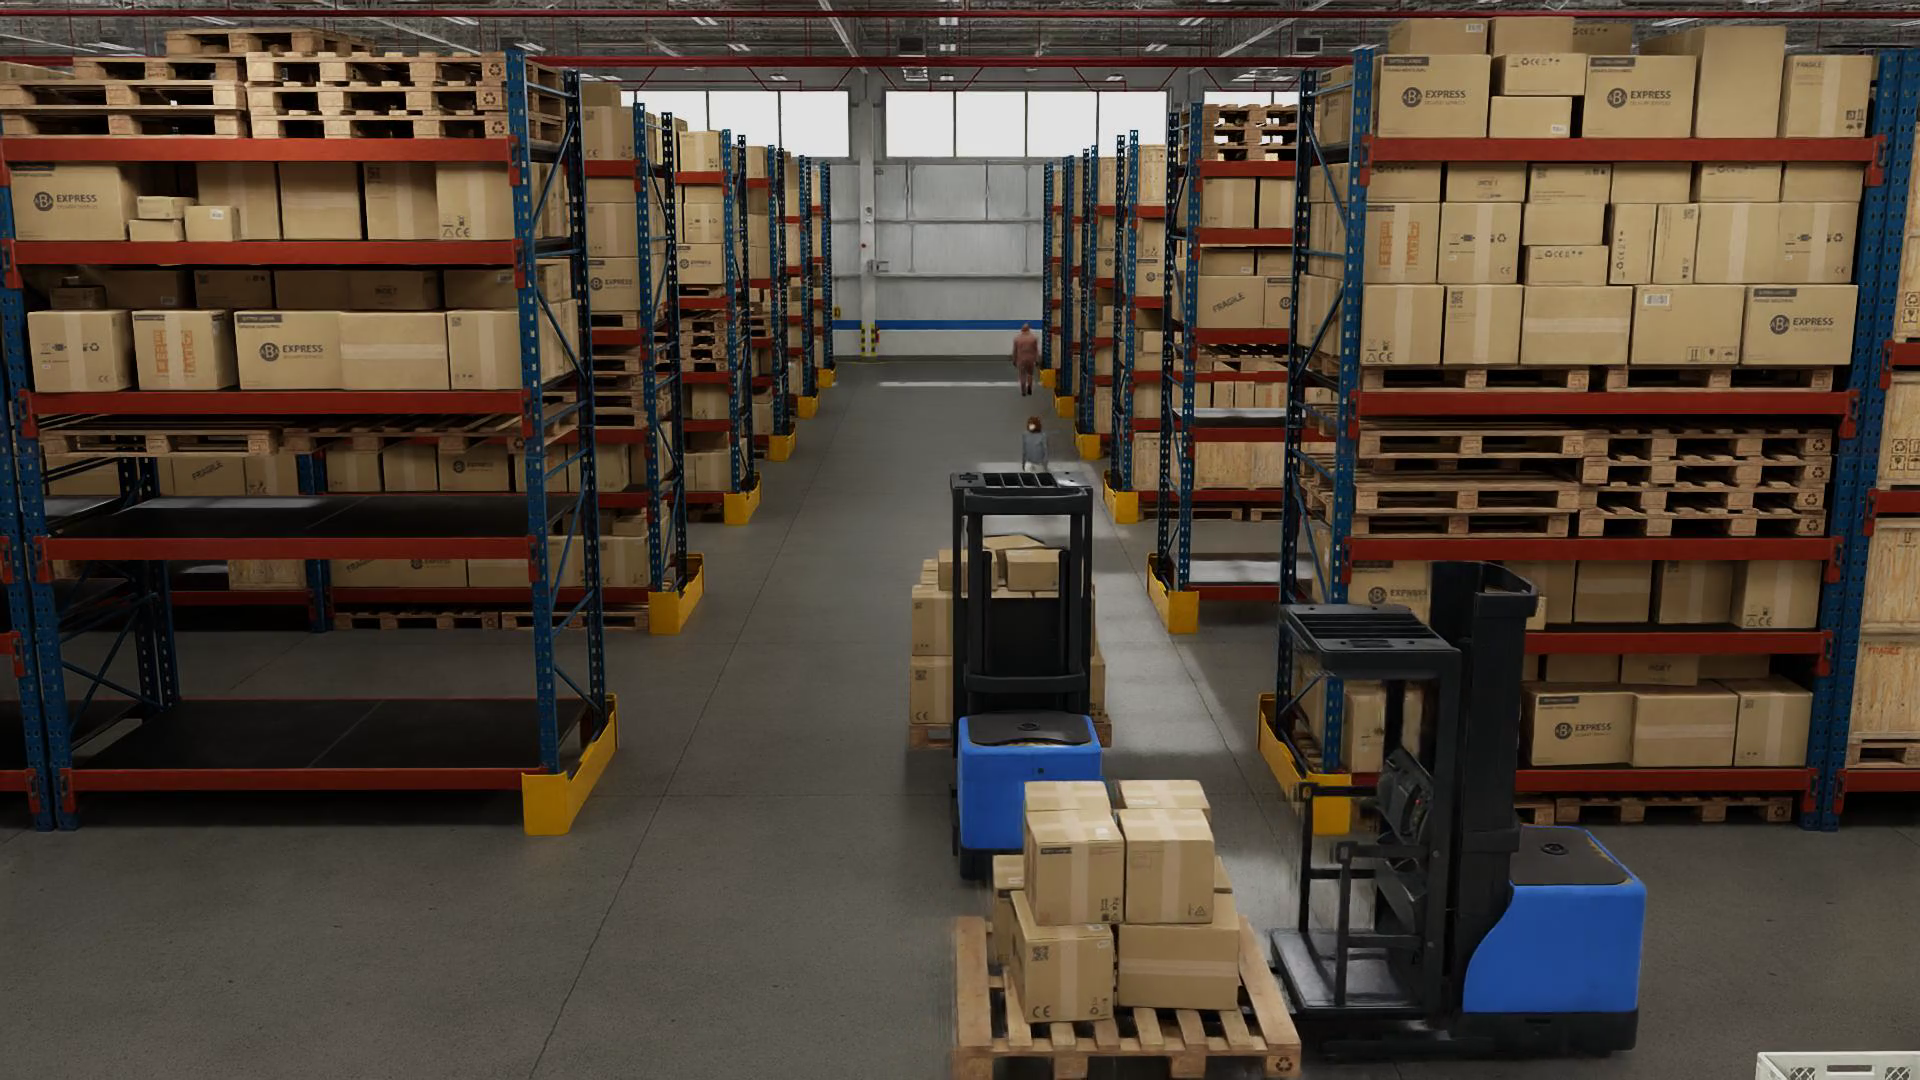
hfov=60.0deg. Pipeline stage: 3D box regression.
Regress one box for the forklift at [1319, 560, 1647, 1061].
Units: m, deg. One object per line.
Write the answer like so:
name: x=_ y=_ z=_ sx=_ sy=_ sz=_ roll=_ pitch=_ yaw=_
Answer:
forklift: x=3.042 y=1.565 z=9.946 sx=1.873 sy=2.768 sz=1.129 roll=0 pitch=11 yaw=-1

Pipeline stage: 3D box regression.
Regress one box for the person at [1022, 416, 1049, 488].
person: x=1.207 y=-1.224 z=26.974 sx=0.515 sy=1.582 sz=0.847 roll=6 pitch=13 yaw=27

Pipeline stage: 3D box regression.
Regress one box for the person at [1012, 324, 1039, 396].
person: x=1.717 y=-4.742 z=43.685 sx=0.680 sy=1.872 sz=0.864 roll=0 pitch=11 yaw=0

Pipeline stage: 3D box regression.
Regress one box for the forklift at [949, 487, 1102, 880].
forklift: x=0.495 y=0.986 z=12.813 sx=1.129 sy=2.768 sz=1.873 roll=0 pitch=11 yaw=-2
